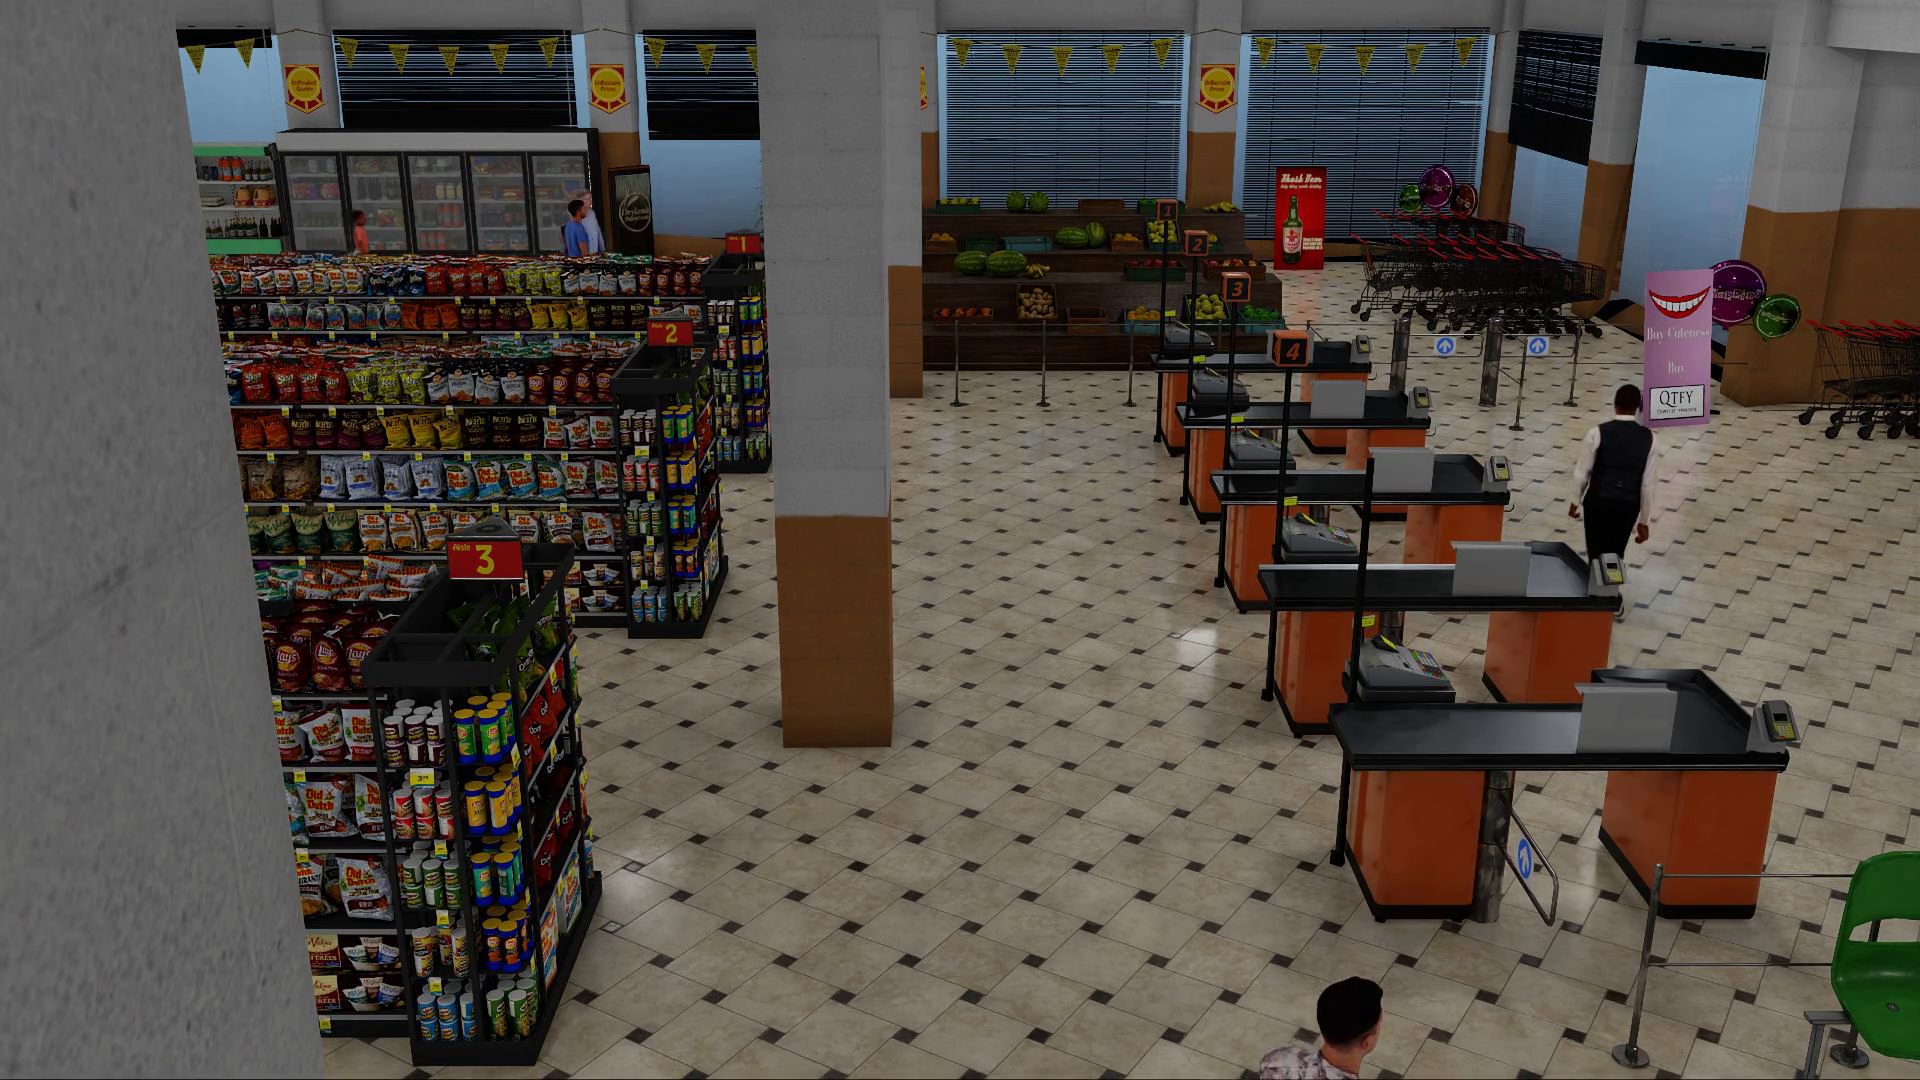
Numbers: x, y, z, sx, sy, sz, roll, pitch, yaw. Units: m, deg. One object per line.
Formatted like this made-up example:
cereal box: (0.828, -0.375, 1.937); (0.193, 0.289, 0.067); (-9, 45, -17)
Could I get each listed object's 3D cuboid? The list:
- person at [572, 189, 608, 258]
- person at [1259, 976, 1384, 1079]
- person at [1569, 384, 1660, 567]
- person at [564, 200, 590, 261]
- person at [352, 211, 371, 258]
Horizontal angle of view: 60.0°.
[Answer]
person: (-5.376, -4.055, 23.770); (1.246, 1.854, 0.781); (3, 19, 9)
person: (1.074, 2.213, 5.274); (1.100, 1.795, 1.020); (-15, 24, -38)
person: (4.771, -0.151, 12.174); (1.240, 1.866, 0.922); (3, 19, 9)
person: (-5.207, -3.711, 22.736); (0.757, 1.863, 0.729); (-14, 23, -35)
person: (-9.332, -4.422, 25.752); (0.903, 1.281, 0.530); (-1, 19, -3)
